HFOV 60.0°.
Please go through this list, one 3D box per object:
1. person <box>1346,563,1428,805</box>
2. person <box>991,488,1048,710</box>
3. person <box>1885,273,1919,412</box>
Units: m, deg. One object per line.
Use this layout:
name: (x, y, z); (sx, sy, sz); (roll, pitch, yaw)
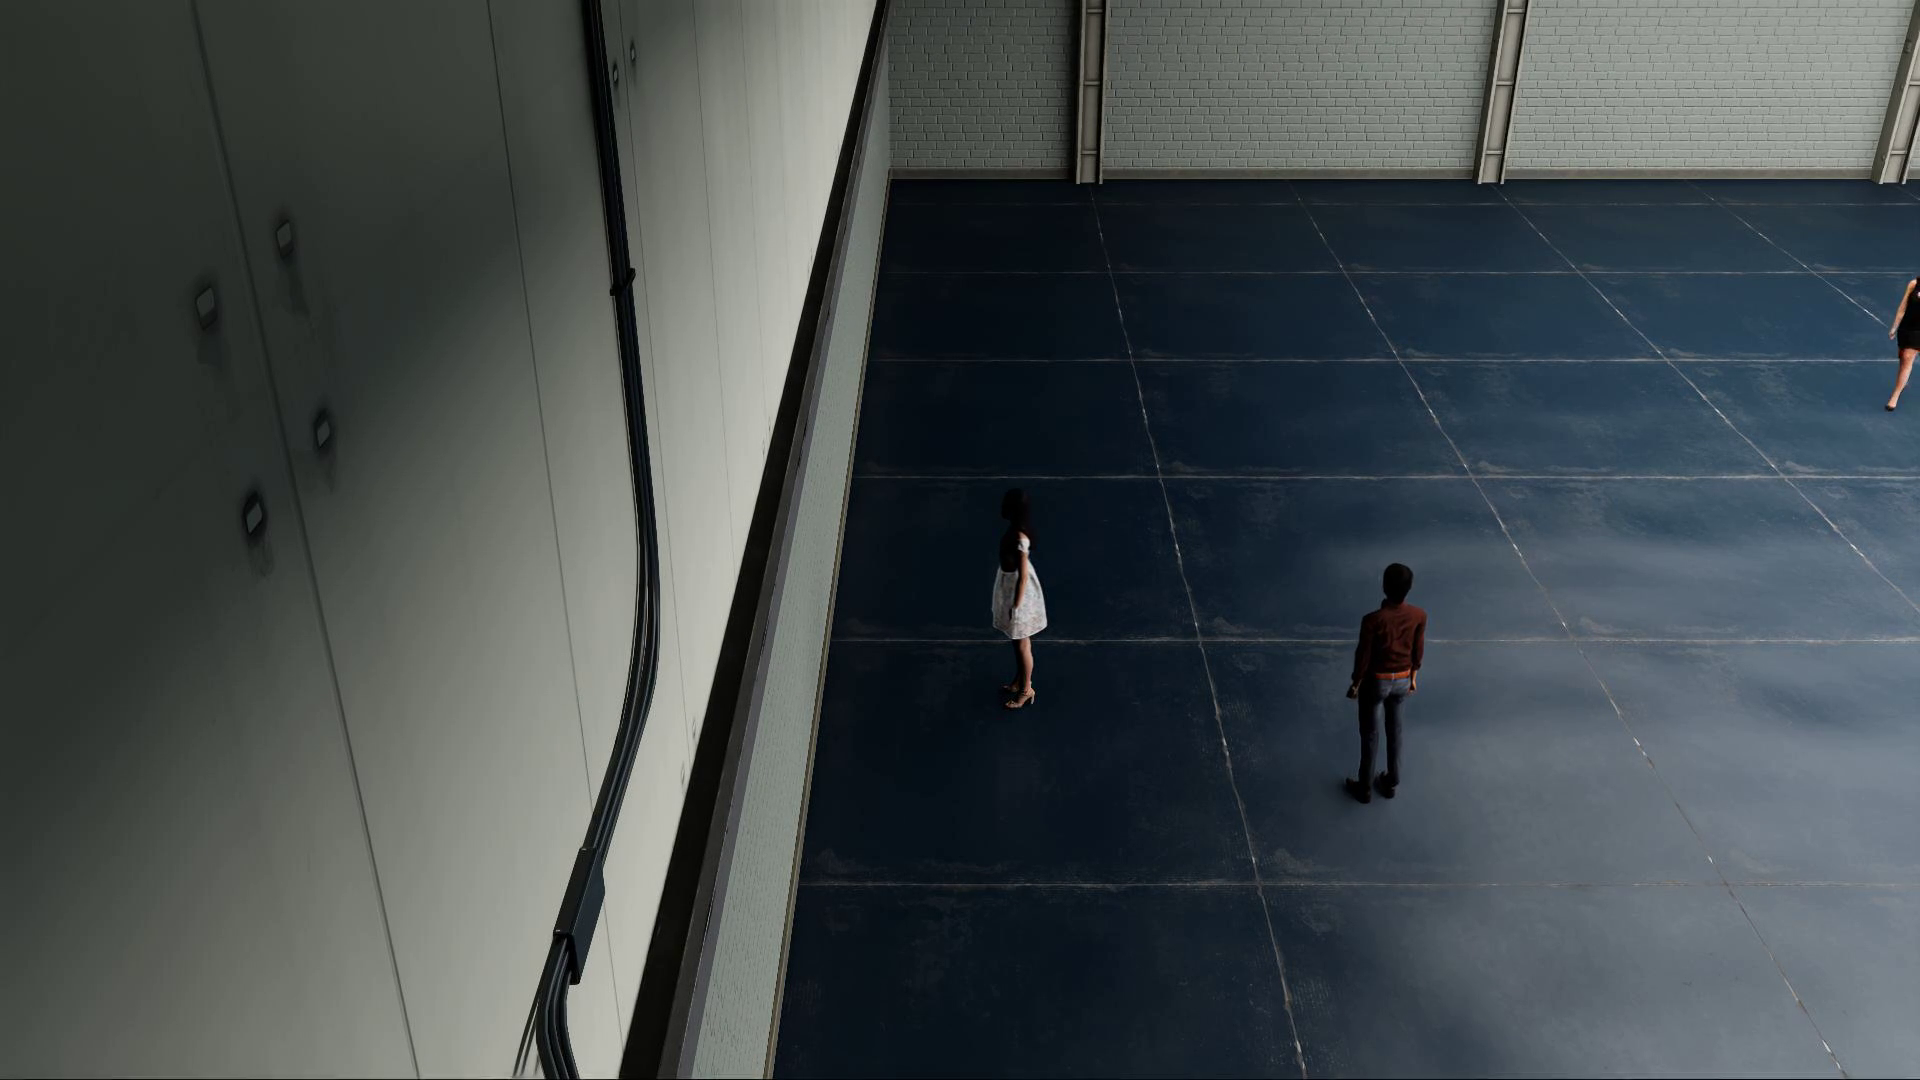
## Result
person: (2.854, 0.966, 11.140); (0.533, 1.778, 0.757); (-6, 29, -12)
person: (0.415, 0.427, 12.158); (0.609, 1.773, 0.630); (0, 28, 0)
person: (9.893, -2.177, 17.210); (1.058, 1.620, 0.985); (-24, 36, -37)
